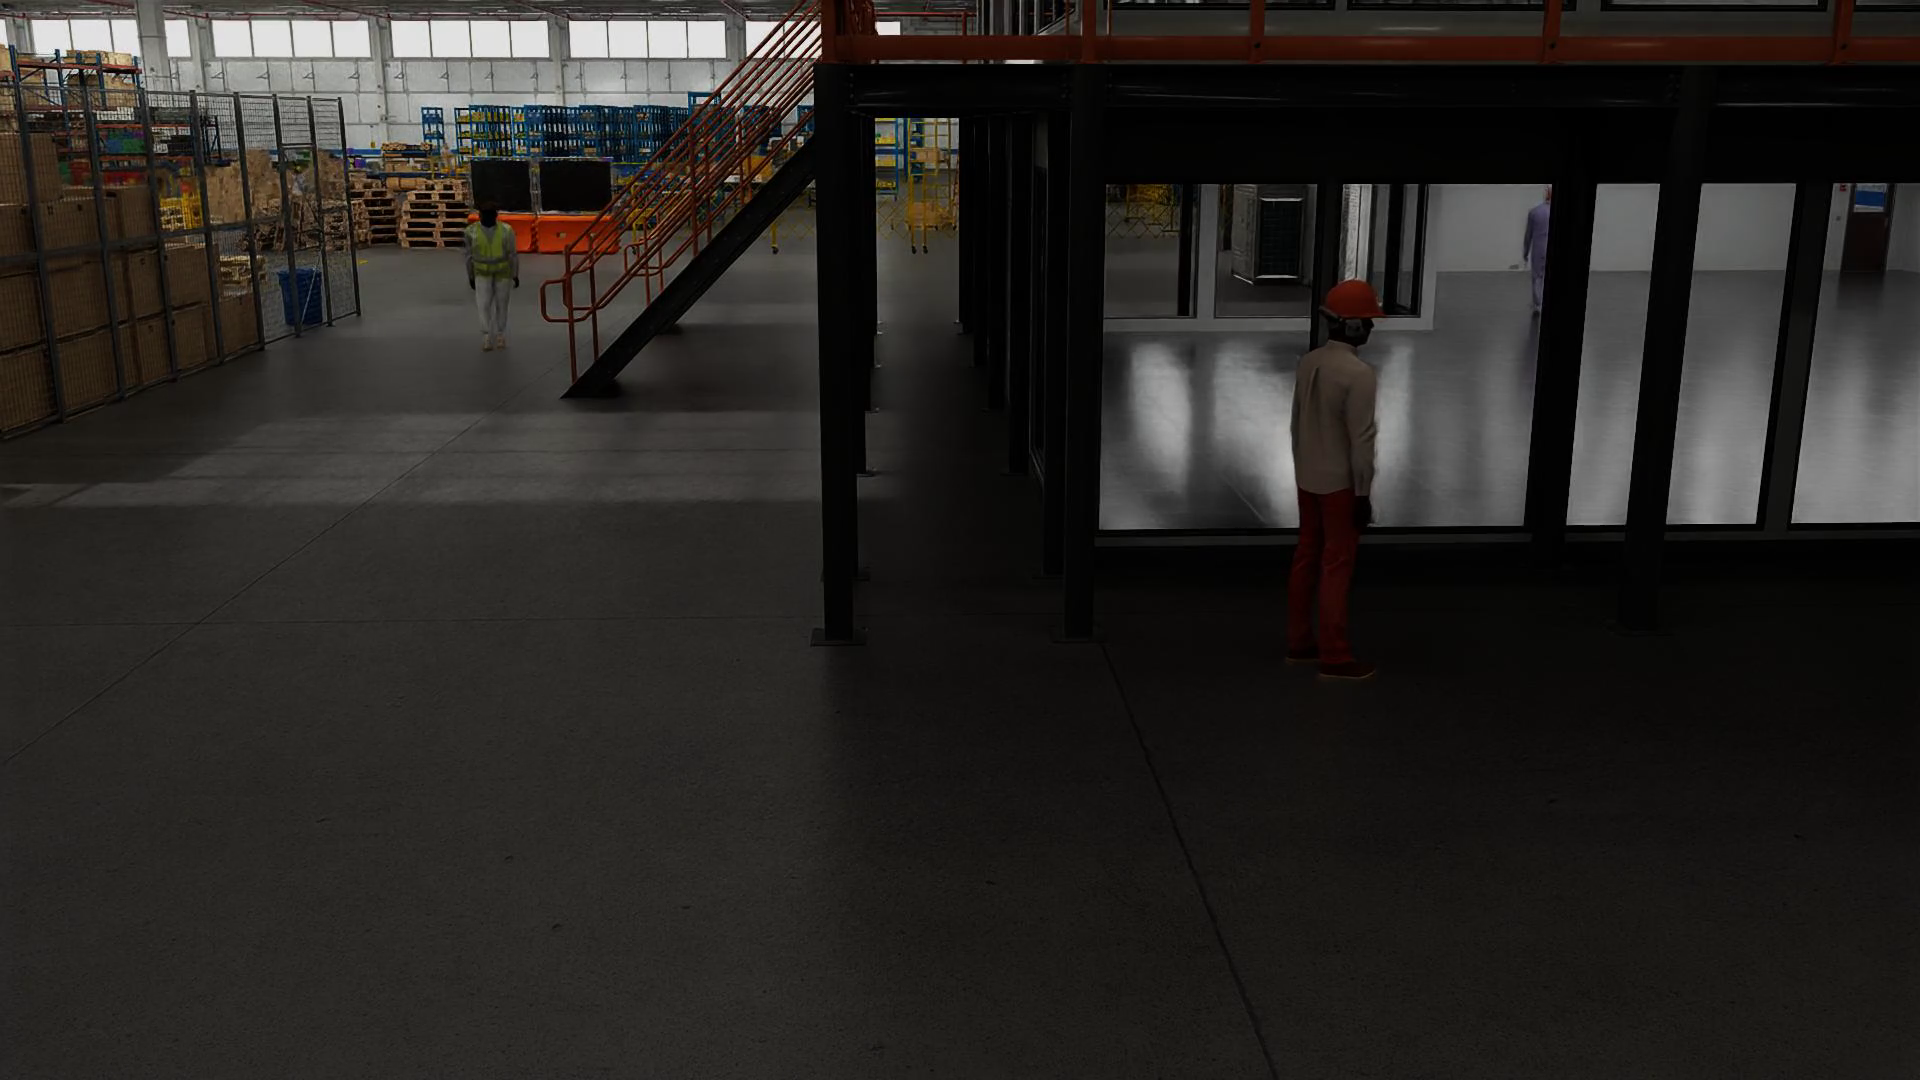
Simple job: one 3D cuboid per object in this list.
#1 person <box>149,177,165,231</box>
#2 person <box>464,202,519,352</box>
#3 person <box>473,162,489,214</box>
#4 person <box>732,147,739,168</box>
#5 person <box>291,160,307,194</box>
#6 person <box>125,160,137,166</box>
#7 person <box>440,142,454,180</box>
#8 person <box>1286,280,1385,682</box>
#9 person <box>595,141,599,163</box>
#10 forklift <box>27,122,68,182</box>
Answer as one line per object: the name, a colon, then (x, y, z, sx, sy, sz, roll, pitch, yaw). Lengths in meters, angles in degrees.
person: (-14.608, -5.652, 30.123, 0.980, 1.815, 0.620, -5, 15, -20)
person: (-5.702, -3.204, 20.316, 0.625, 1.801, 0.898, -4, 15, -16)
person: (-13.541, -9.795, 46.823, 0.854, 1.726, 0.537, 3, 14, 10)
person: (-9.931, -16.567, 73.782, 0.946, 1.783, 0.613, -3, 14, -13)
person: (-16.494, -8.562, 41.643, 0.516, 1.855, 0.602, 11, 18, 36)
person: (-34.896, -15.566, 70.077, 0.284, 1.633, 0.497, 13, 19, 42)
person: (-25.104, -18.514, 81.396, 0.663, 1.865, 0.493, -12, 18, -39)
person: (1.880, -0.295, 8.307, 0.395, 1.994, 0.612, -5, 15, -20)
person: (-18.505, -19.575, 85.367, 0.375, 1.995, 0.610, 9, 17, 32)
forklift: (-35.376, -14.773, 64.377, 1.129, 2.768, 1.873, -1, 14, -2)
